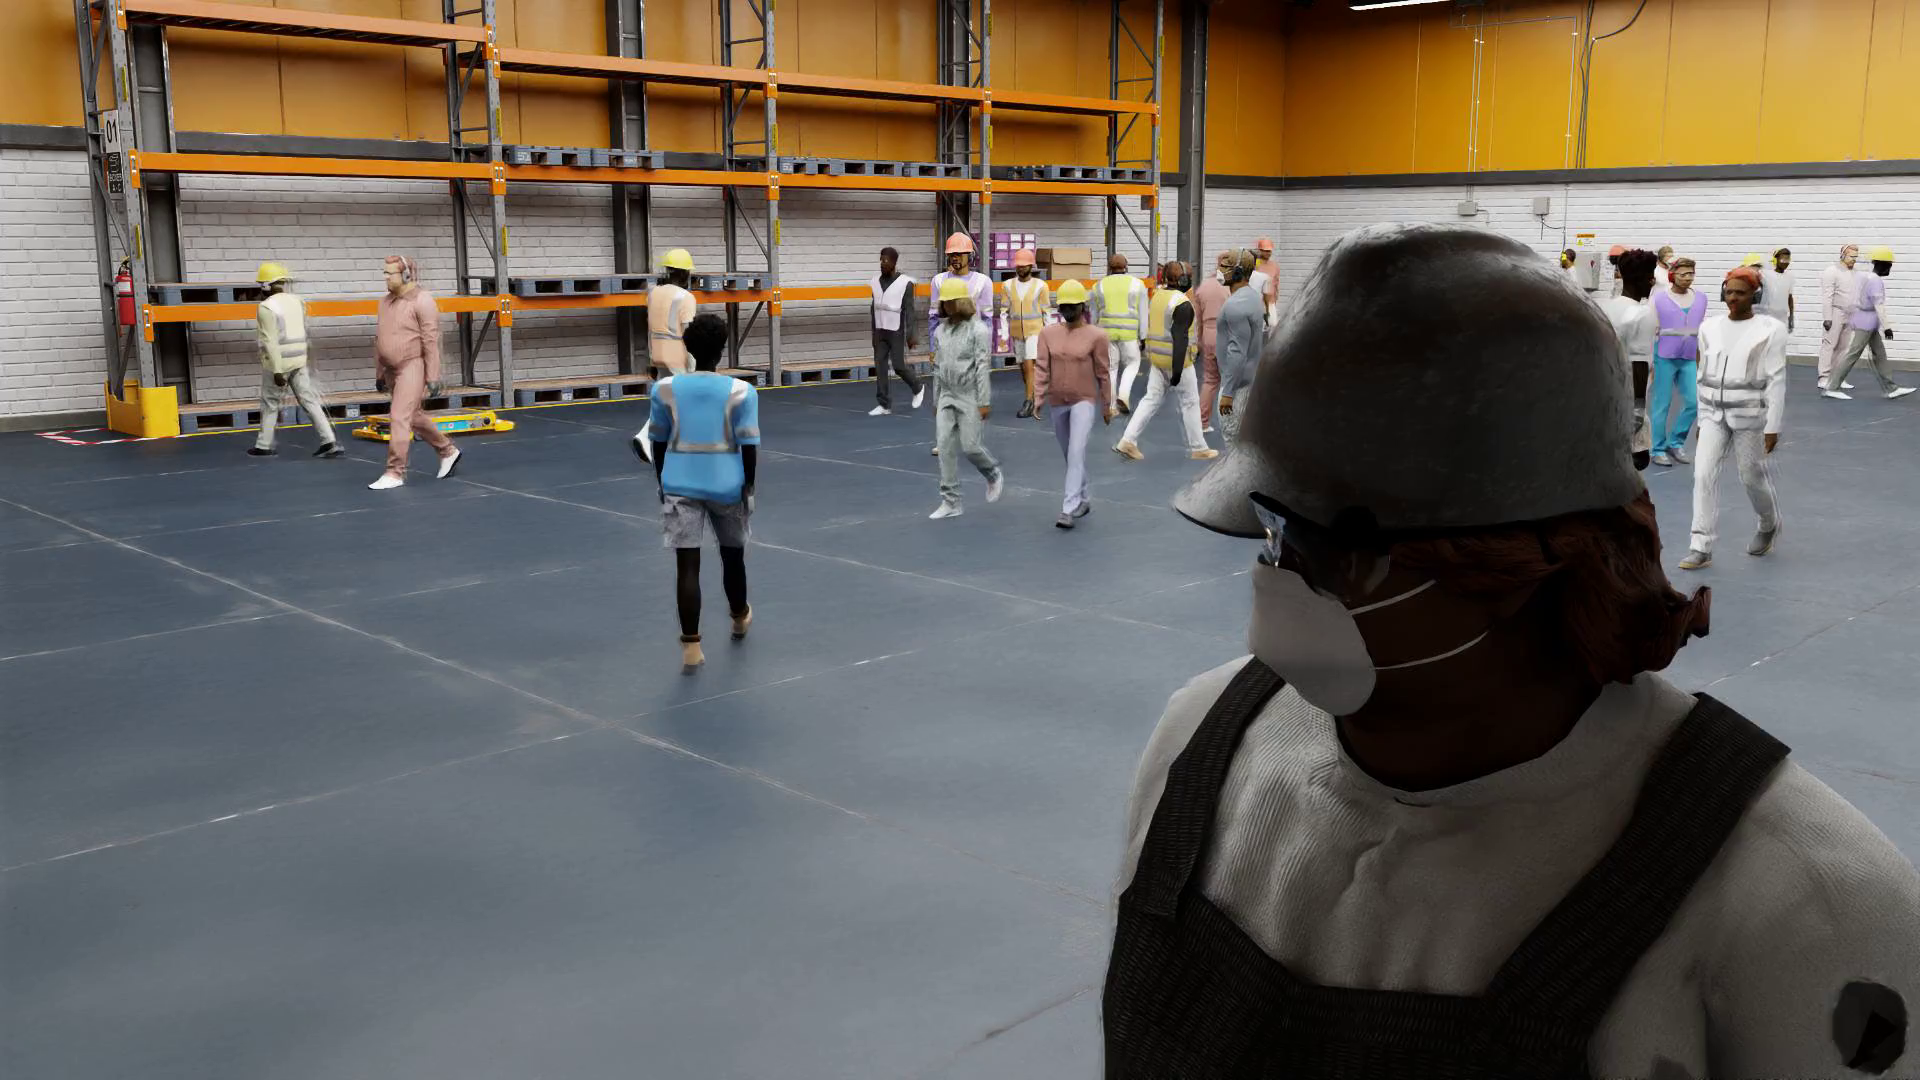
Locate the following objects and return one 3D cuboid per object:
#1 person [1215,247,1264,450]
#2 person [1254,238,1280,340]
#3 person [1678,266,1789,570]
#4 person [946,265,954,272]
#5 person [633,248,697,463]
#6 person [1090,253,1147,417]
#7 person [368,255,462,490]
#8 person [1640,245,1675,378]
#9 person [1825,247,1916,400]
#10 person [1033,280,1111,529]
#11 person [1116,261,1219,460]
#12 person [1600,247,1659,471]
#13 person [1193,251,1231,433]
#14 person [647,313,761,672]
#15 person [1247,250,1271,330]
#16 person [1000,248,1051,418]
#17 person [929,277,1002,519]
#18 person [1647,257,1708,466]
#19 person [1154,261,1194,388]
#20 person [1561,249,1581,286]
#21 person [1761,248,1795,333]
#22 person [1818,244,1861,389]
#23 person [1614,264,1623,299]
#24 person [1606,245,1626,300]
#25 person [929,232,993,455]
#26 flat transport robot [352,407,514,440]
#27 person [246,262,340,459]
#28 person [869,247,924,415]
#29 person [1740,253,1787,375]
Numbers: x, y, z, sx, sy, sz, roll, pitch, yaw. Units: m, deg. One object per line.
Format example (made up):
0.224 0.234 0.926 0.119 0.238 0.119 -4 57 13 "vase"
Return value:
1.924 -1.062 11.615 0.372 1.940 0.630 3 11 16 "person"
4.686 -3.643 25.609 0.623 1.967 0.767 -2 11 -13 "person"
4.811 -0.757 10.229 0.934 1.850 0.581 -8 13 -37 "person"
-0.078 -2.822 22.046 0.501 1.633 0.280 4 11 23 "person"
-2.512 -1.555 14.368 0.614 1.909 0.562 9 14 40 "person"
1.760 -2.268 18.497 0.645 1.823 0.456 3 11 16 "person"
-4.474 -1.380 13.547 0.653 1.871 0.930 8 13 37 "person"
9.998 -3.282 23.890 0.624 1.892 1.036 -6 12 -29 "person"
11.221 -2.640 20.410 1.005 1.871 0.608 5 12 26 "person"
0.785 -0.959 11.659 0.514 1.714 0.894 5 12 26 "person"
1.868 -1.597 14.938 0.960 1.805 0.635 -4 11 -23 "person"
4.268 -0.930 10.885 0.552 1.950 0.604 -2 11 -11 "person"
2.645 -1.950 16.711 0.541 1.861 0.818 -8 13 -39 "person"
-1.212 -0.251 7.966 0.541 1.646 0.877 -1 10 -3 "person"
4.055 -3.117 23.156 0.535 1.828 0.937 2 11 10 "person"
0.765 -2.350 18.800 0.552 1.895 0.967 4 11 20 "person"
0.041 -1.023 11.958 0.495 1.726 0.573 8 13 38 "person"
6.274 -1.550 14.572 0.607 1.825 0.494 -2 11 -10 "person"
2.794 -2.846 22.037 0.559 1.670 0.679 4 11 19 "person"
8.927 -3.324 24.323 0.331 1.824 0.674 2 11 12 "person"
10.781 -2.929 22.014 0.550 1.856 0.438 -2 11 -12 "person"
11.628 -2.933 21.926 0.639 1.902 0.407 -6 12 -28 "person"
9.995 -3.423 25.394 0.704 1.609 0.514 7 12 33 "person"
10.570 -3.769 26.566 1.043 1.882 0.541 3 11 18 "person"
-0.001 -1.780 15.241 0.605 2.045 0.377 3 11 15 "person"
-5.320 -1.181 16.813 0.652 0.197 1.431 10 14 43 "flat transport robot"
-6.071 -1.611 15.051 0.938 1.789 0.585 4 11 18 "person"
-0.737 -2.374 18.898 0.595 1.896 0.753 8 13 36 "person"
10.392 -2.839 21.705 0.825 1.798 0.593 8 13 38 "person"
